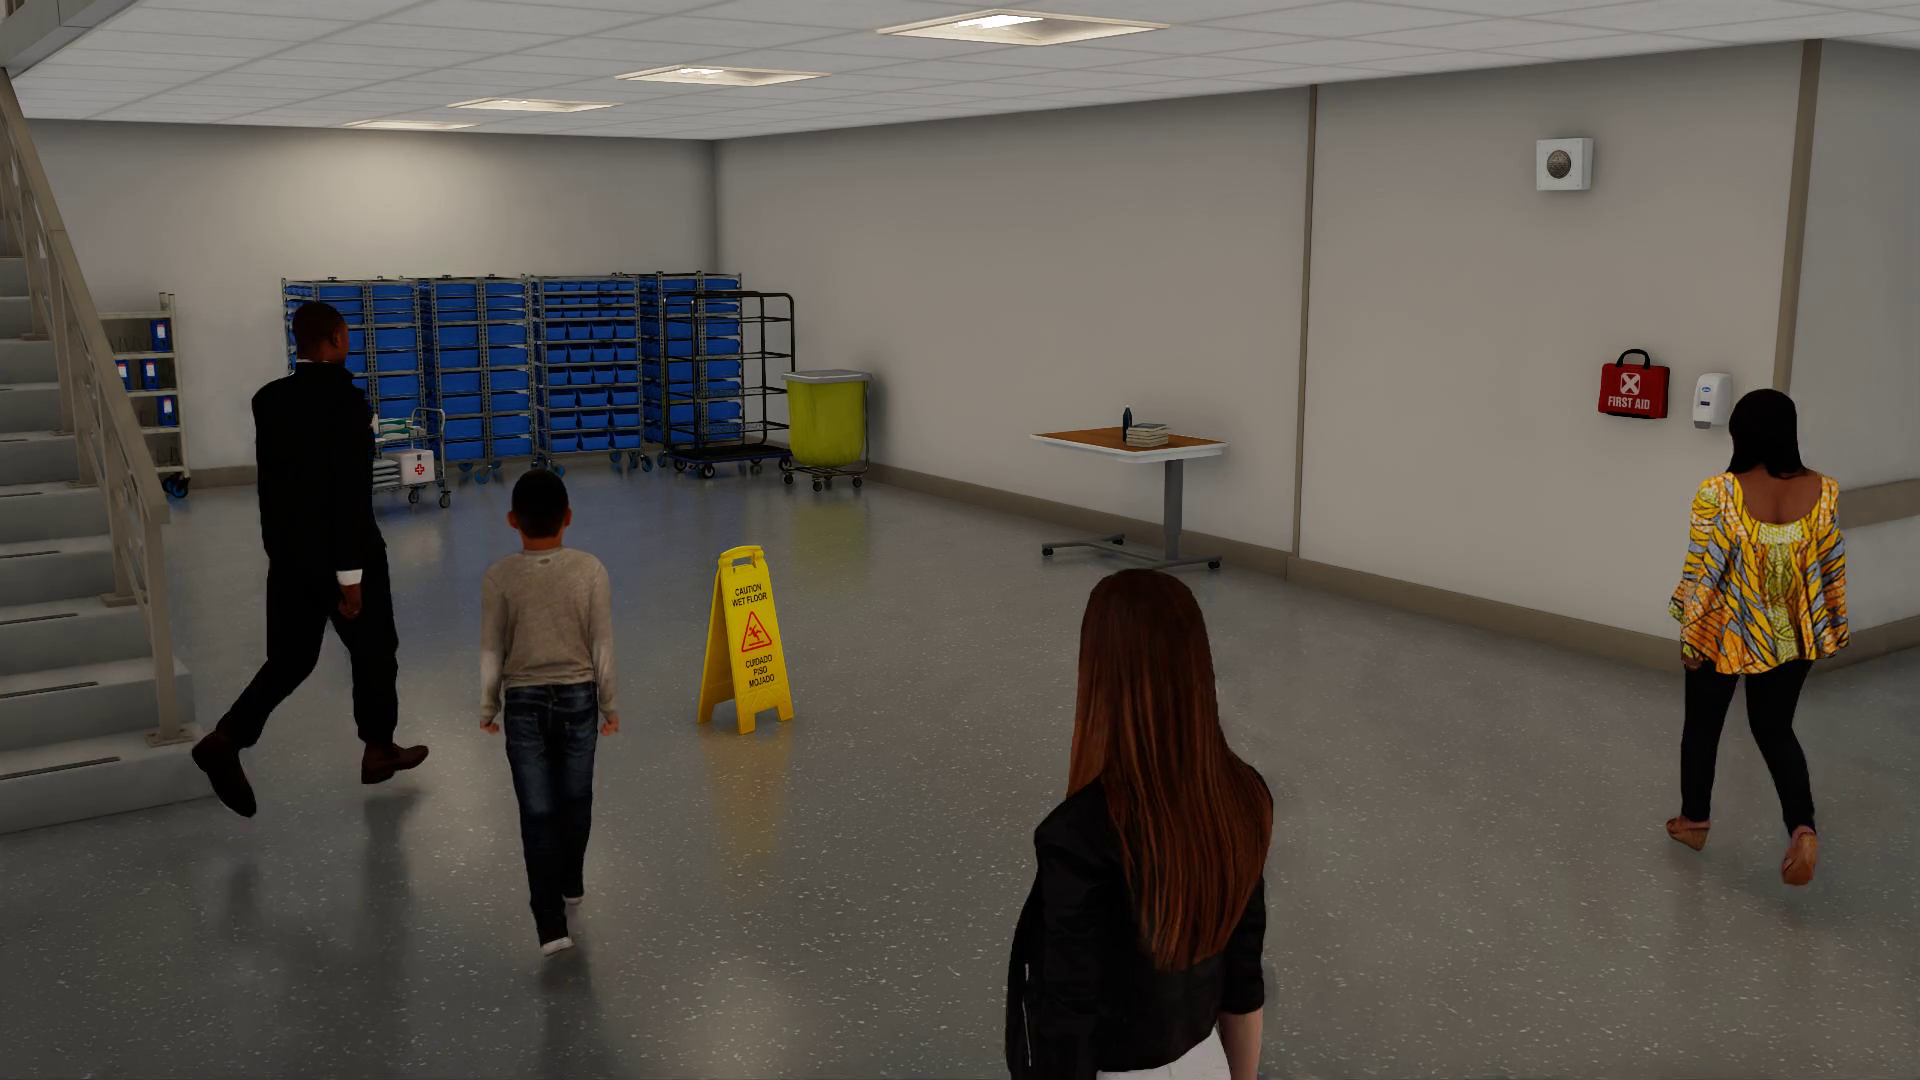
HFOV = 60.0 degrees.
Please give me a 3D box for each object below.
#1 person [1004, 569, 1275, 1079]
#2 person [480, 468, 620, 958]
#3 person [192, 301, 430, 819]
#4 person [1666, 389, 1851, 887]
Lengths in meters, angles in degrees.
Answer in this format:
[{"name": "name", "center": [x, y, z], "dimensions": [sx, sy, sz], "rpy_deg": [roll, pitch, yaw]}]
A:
[{"name": "person", "center": [0.315, 0.897, 2.433], "dimensions": [0.603, 1.681, 0.983], "rpy_deg": [-8, 13, -36]}, {"name": "person", "center": [-1.228, 0.536, 4.983], "dimensions": [0.737, 1.441, 1.046], "rpy_deg": [-4, 11, -18]}, {"name": "person", "center": [-2.428, 0.103, 6.130], "dimensions": [1.308, 1.864, 1.228], "rpy_deg": [4, 11, 21]}, {"name": "person", "center": [2.638, 0.347, 5.476], "dimensions": [1.029, 1.629, 1.134], "rpy_deg": [0, 11, 2]}]
